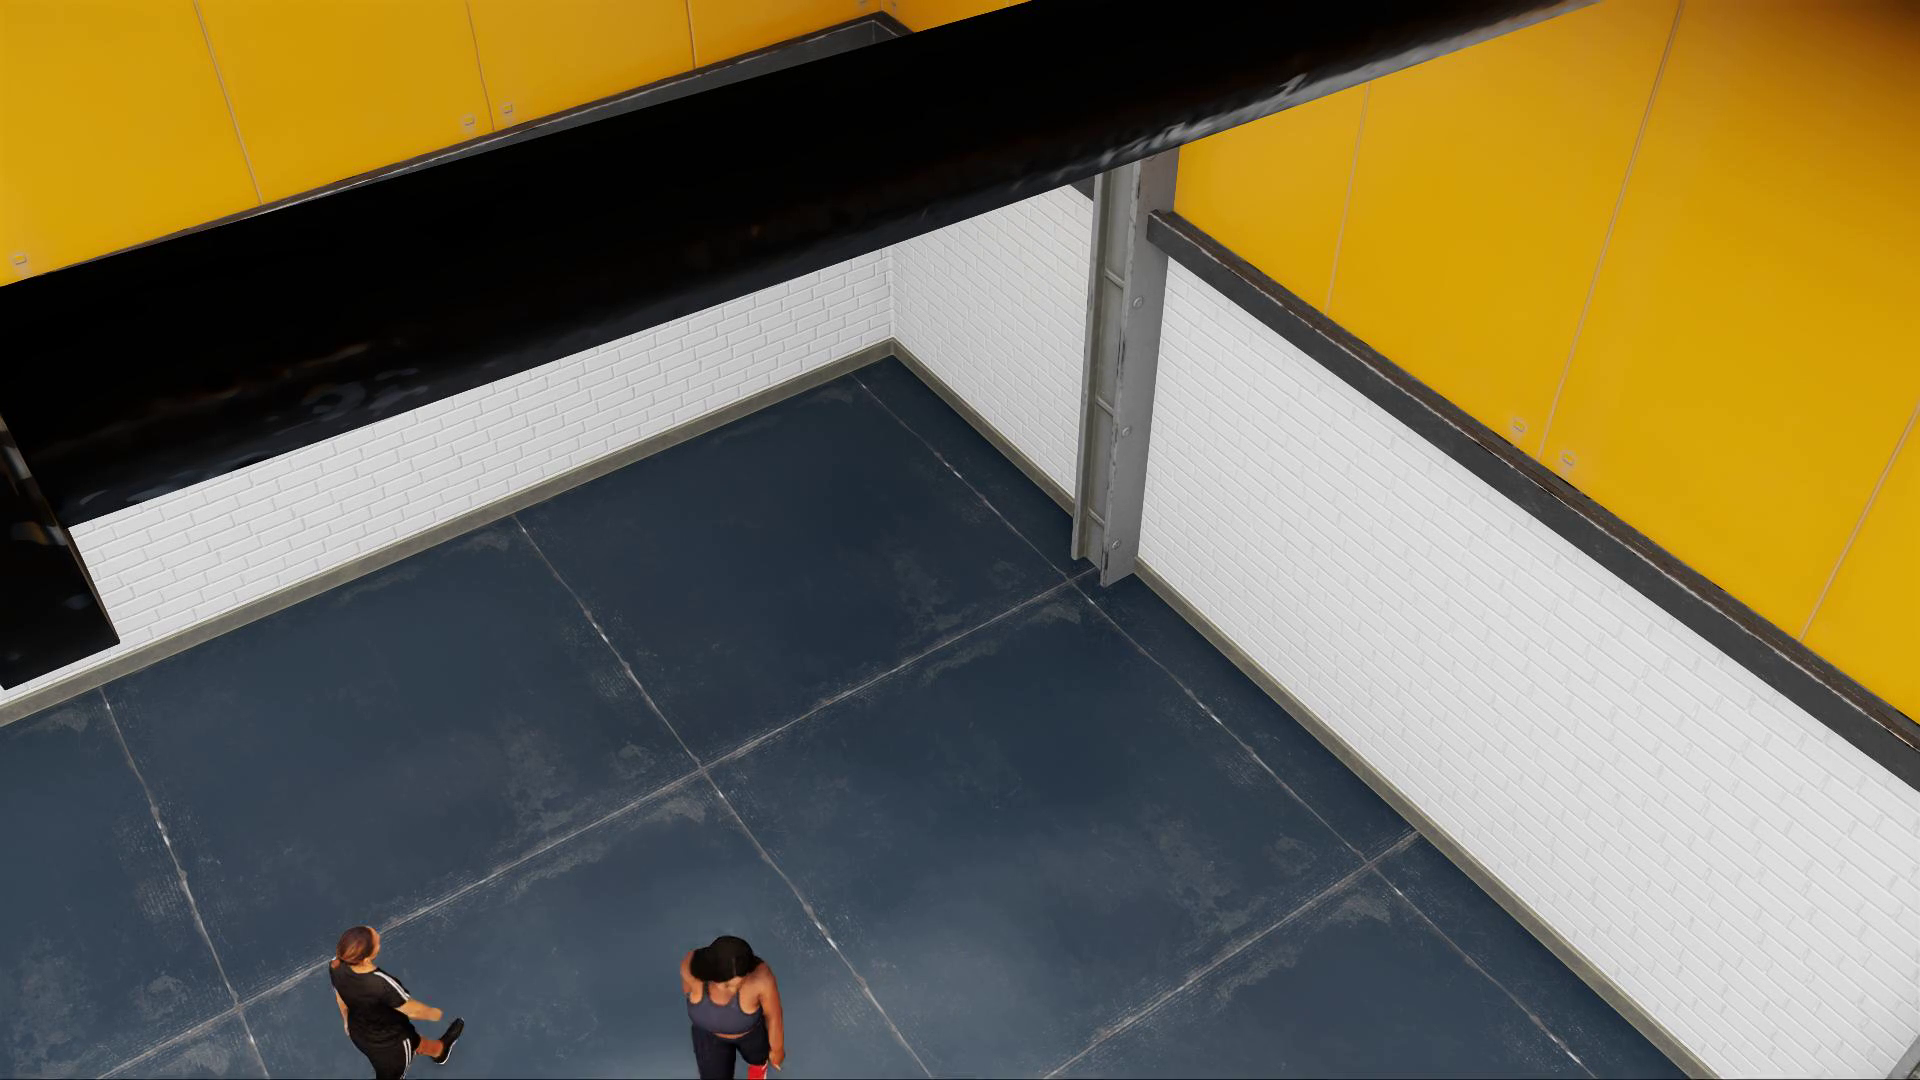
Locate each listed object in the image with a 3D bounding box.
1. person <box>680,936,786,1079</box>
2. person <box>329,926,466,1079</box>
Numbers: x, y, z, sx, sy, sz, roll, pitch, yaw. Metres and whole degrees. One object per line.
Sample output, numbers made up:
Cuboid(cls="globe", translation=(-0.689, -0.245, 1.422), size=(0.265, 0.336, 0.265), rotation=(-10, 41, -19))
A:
Cuboid(cls="person", translation=(-1.149, 2.407, 8.485), size=(0.937, 1.769, 1.017), rotation=(7, 44, 7))
Cuboid(cls="person", translation=(-2.981, 2.573, 8.408), size=(1.037, 1.636, 0.904), rotation=(22, 48, 22))
